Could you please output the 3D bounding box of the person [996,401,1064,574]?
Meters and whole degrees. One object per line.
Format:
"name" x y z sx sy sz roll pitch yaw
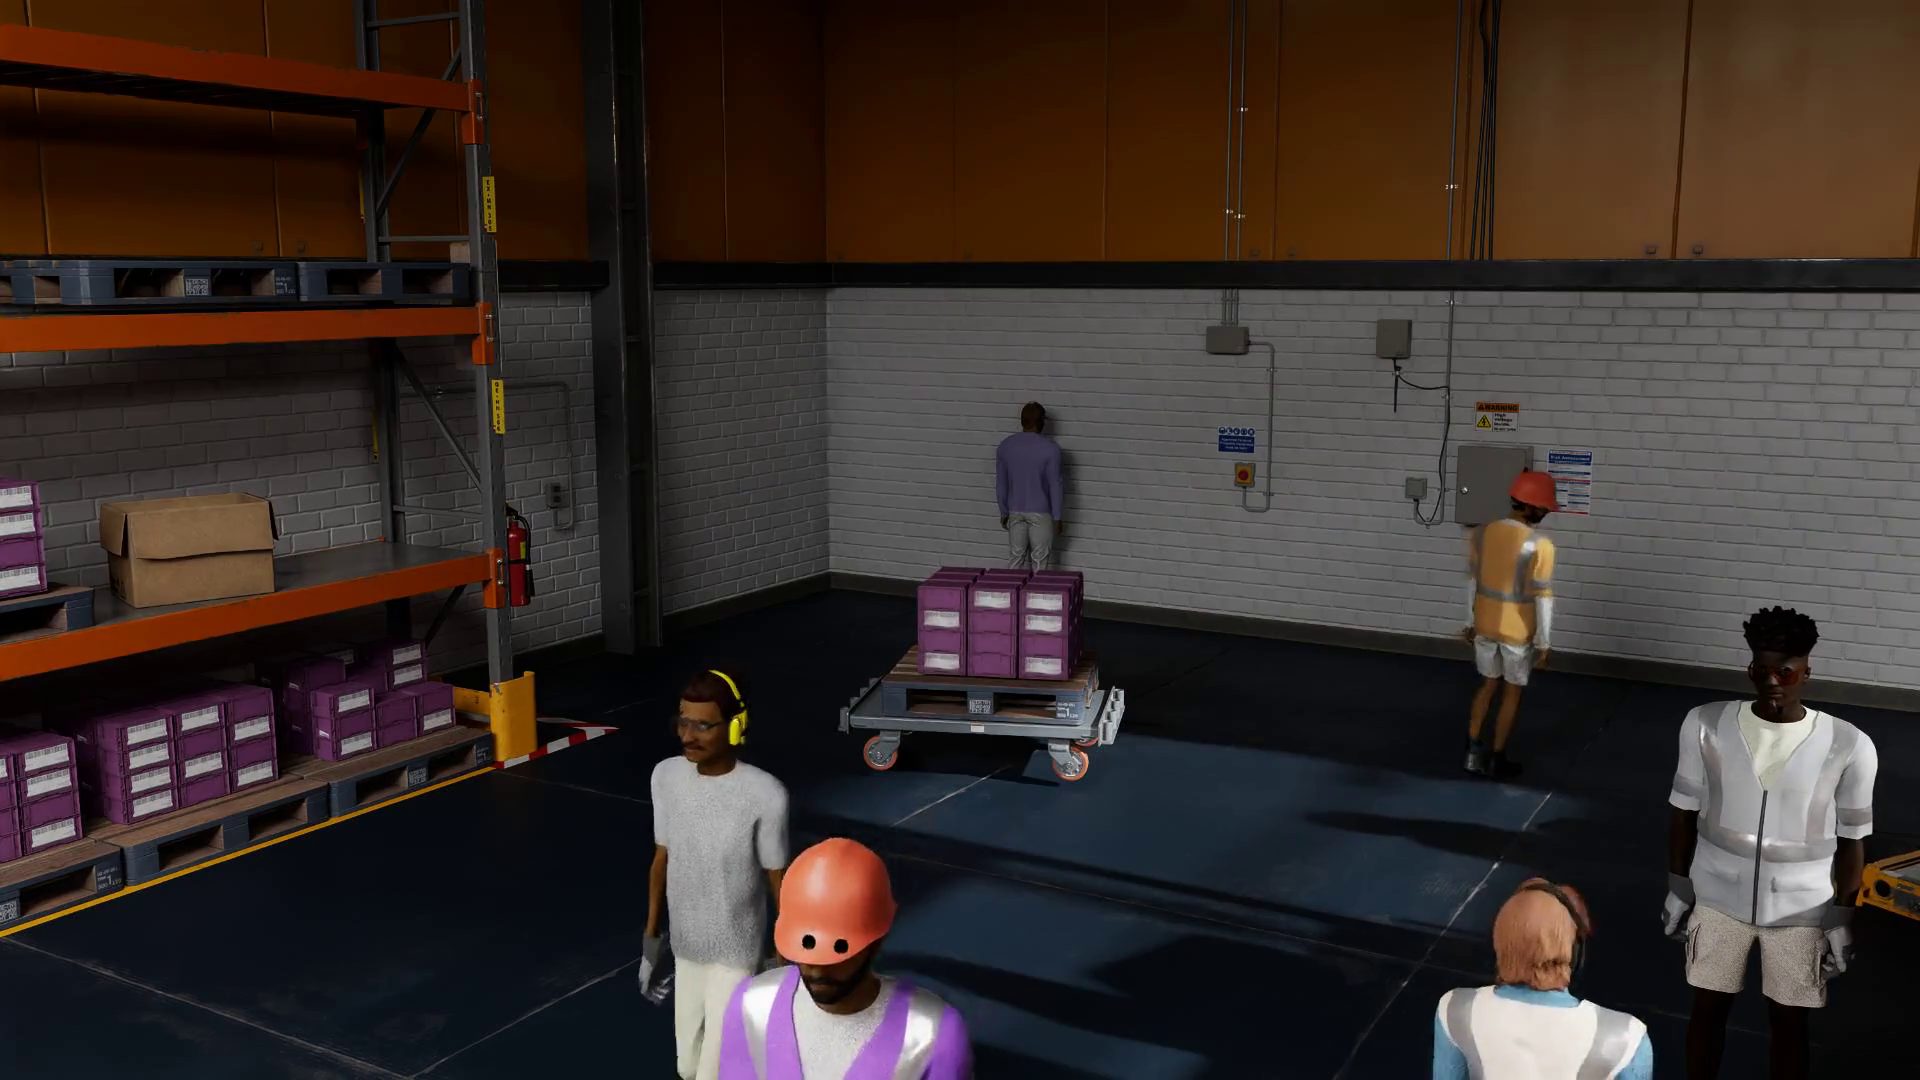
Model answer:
"person" 0.608 -0.223 14.333 0.634 1.937 0.355 6 11 32

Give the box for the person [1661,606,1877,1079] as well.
"person" 2.637 1.181 5.481 0.606 1.966 0.367 5 11 31

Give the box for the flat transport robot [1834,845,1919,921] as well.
"flat transport robot" 4.803 1.688 7.591 0.652 0.197 1.431 -5 10 -29

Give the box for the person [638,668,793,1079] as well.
"person" -0.737 1.281 5.237 0.523 1.852 0.782 5 11 31

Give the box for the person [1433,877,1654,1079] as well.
"person" 1.329 1.606 3.900 0.527 1.616 0.653 7 11 36

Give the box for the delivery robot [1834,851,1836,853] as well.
"delivery robot" 4.170 1.361 8.460 0.477 0.478 0.707 -6 11 -34

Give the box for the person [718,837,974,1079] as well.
"person" -0.289 1.544 3.430 0.571 1.901 0.887 4 10 23

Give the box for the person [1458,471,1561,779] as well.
"person" 3.266 0.515 9.856 0.421 1.895 0.600 -6 11 -35
